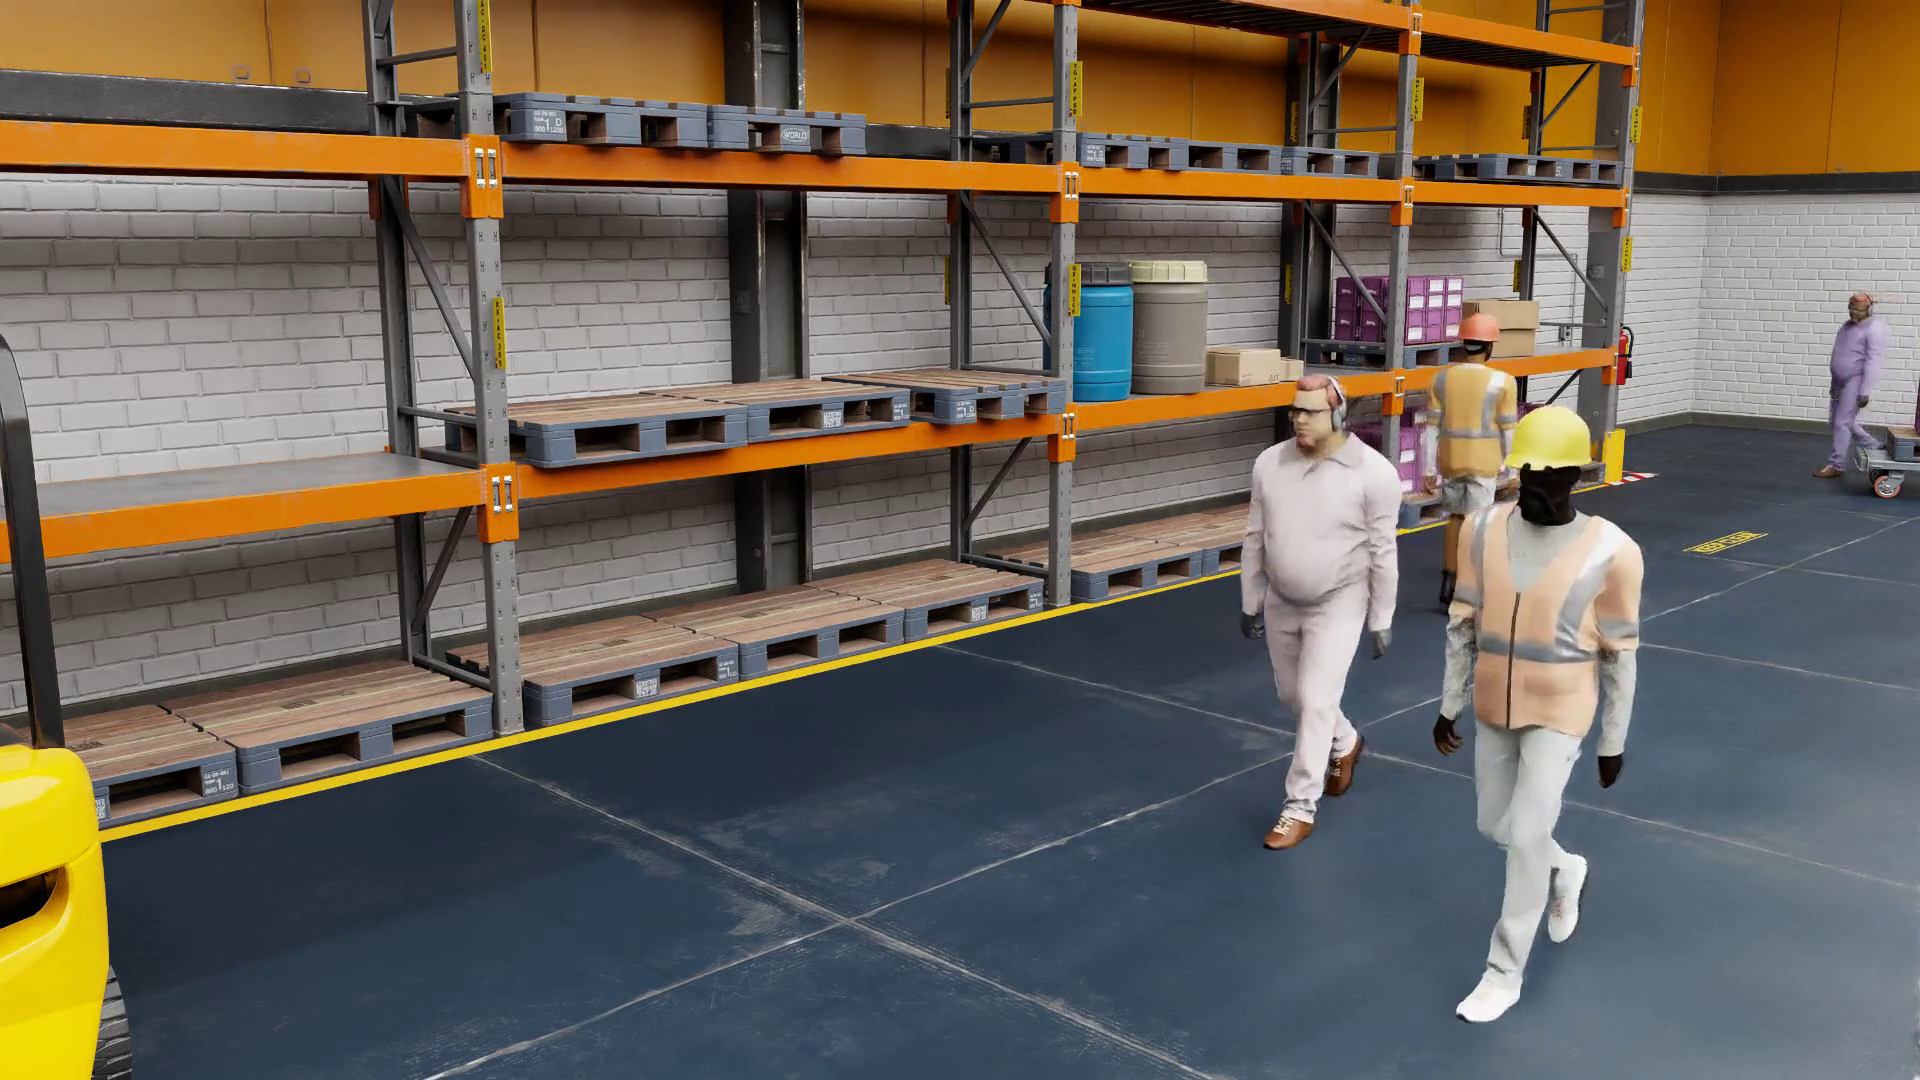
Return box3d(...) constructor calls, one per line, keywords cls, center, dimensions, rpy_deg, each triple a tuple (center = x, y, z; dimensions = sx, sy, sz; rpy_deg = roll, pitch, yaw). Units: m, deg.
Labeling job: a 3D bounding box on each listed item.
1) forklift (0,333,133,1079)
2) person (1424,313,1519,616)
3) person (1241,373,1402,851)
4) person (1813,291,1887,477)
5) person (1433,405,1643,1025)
box3d(cls="forklift", center=(-3.289, 0.485, 4.582), dimensions=(1.214, 2.155, 2.313), rpy_deg=(-10, 14, -44))
box3d(cls="person", center=(3.253, -0.472, 10.542), dimensions=(0.557, 1.916, 0.500), rpy_deg=(8, 13, 37))
box3d(cls="person", center=(1.472, 0.247, 6.768), dimensions=(0.652, 1.877, 0.872), rpy_deg=(9, 14, 41))
box3d(cls="person", center=(8.905, -1.531, 16.470), dimensions=(0.670, 1.872, 0.668), rpy_deg=(0, 10, 1))
box3d(cls="person", center=(1.843, 0.511, 5.242), dimensions=(0.806, 1.906, 0.593), rpy_deg=(-9, 14, -40))
